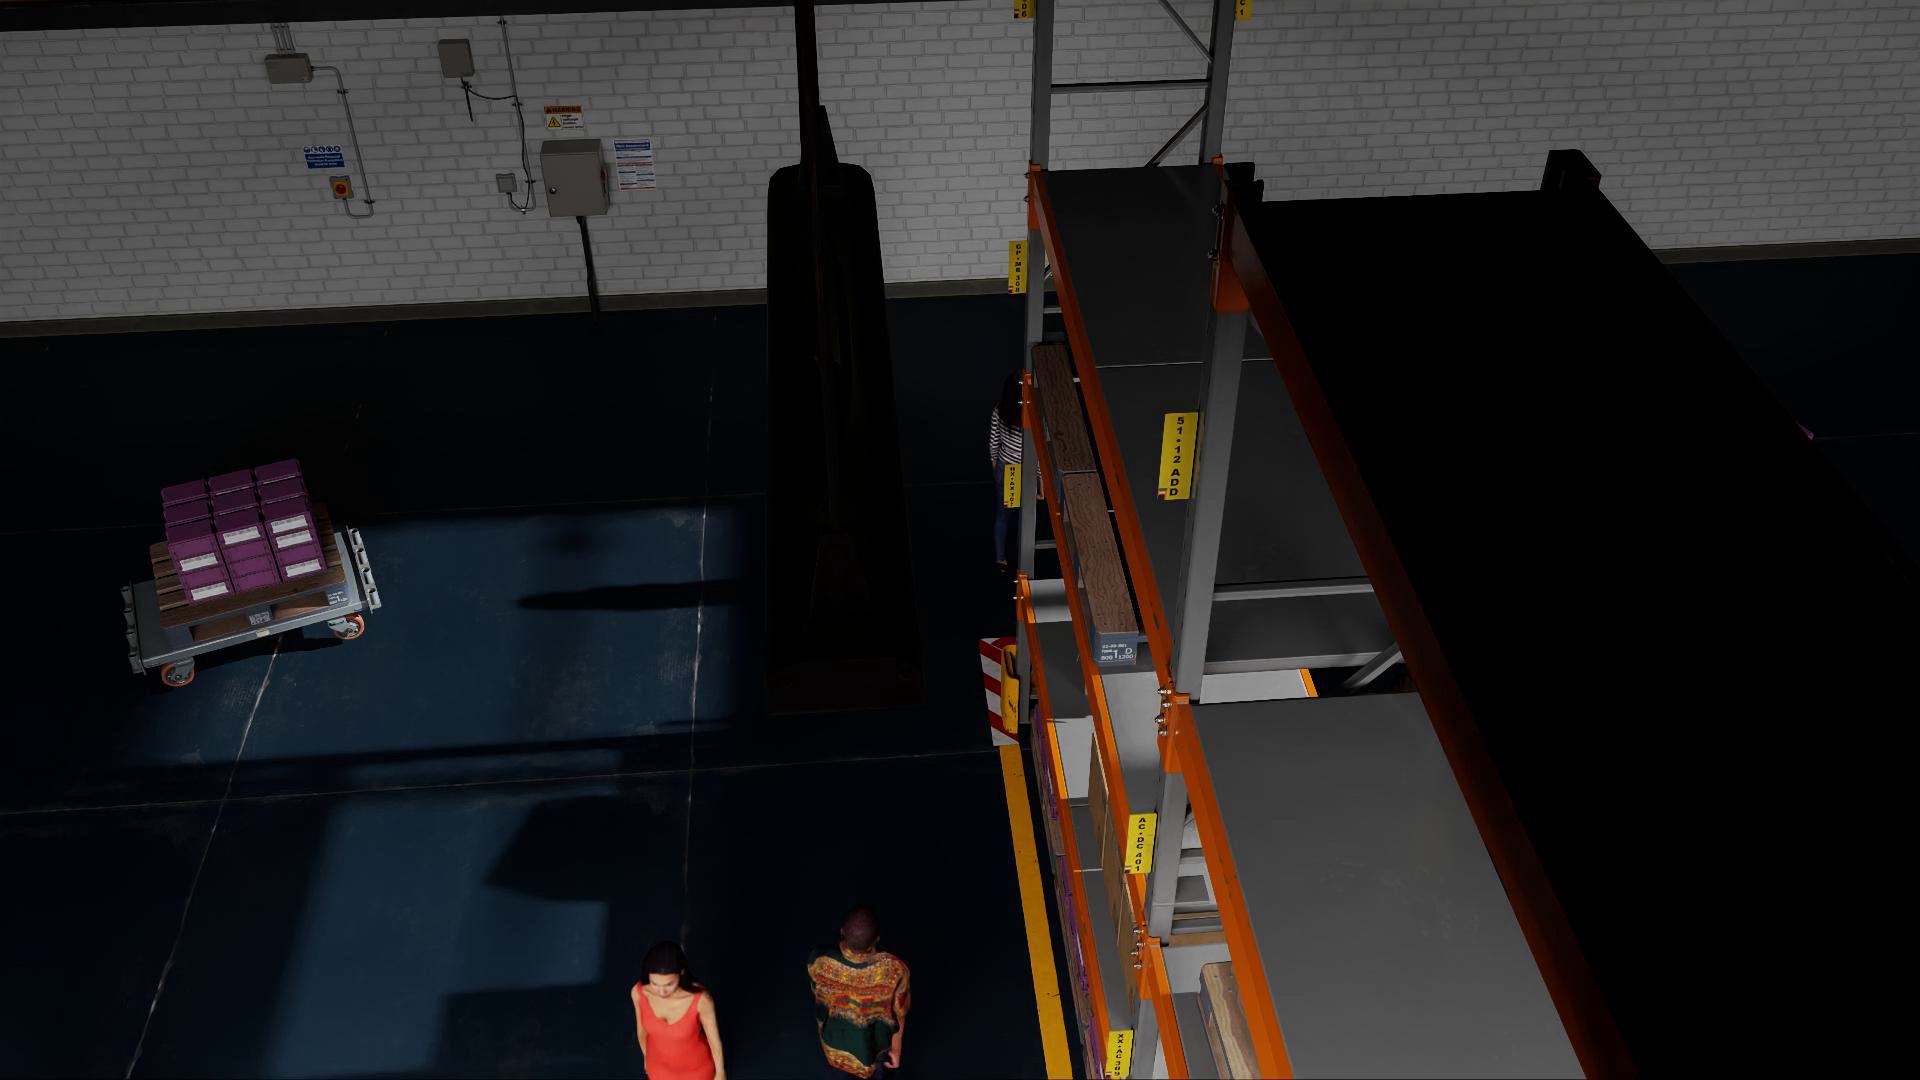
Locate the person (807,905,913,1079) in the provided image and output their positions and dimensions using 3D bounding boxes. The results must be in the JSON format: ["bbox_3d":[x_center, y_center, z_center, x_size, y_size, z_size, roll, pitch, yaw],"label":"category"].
[{"bbox_3d":[-0.522,2.529,8.267,0.760,1.769,1.201,1,39,2],"label":"person"}]

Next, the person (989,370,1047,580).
[{"bbox_3d":[0.408,-0.441,11.963,0.653,1.796,0.689,24,44,27],"label":"person"}]

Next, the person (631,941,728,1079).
[{"bbox_3d":[-1.369,2.542,8.311,0.720,1.692,1.124,3,39,4],"label":"person"}]
